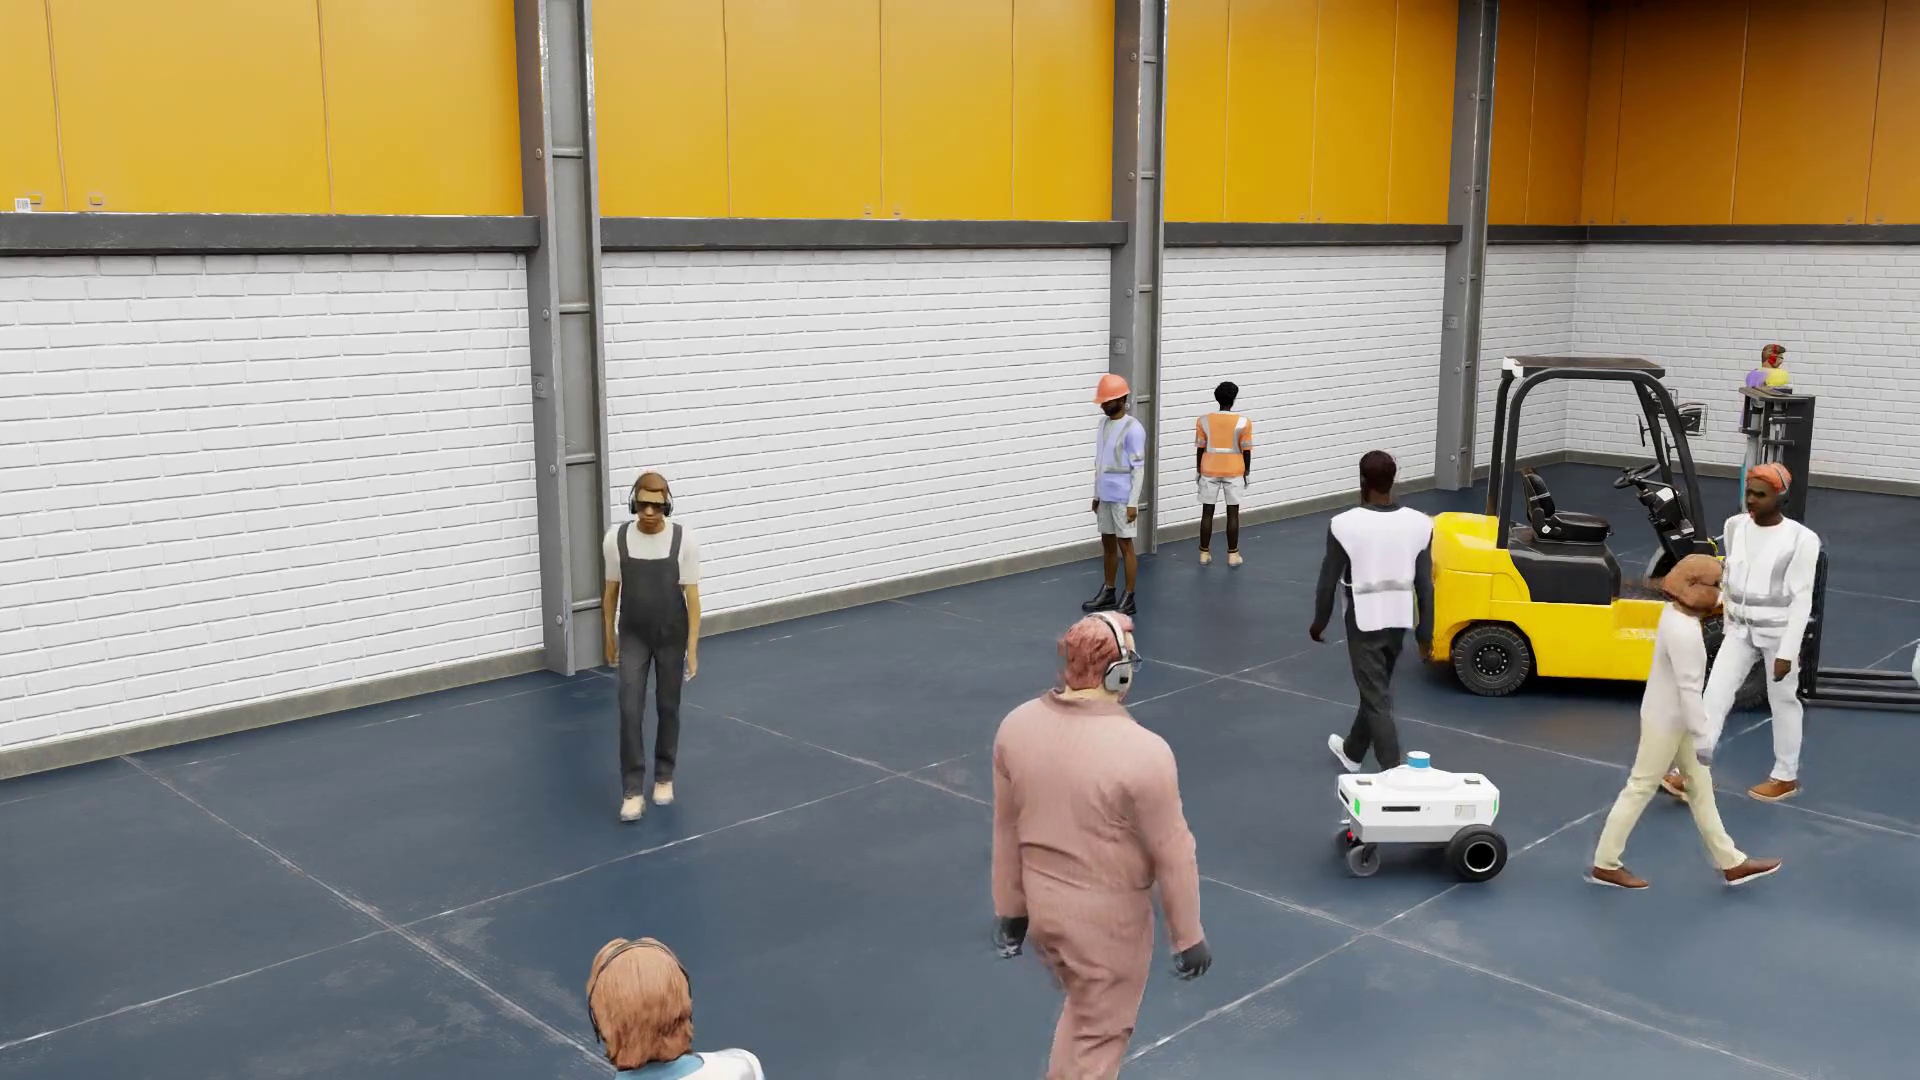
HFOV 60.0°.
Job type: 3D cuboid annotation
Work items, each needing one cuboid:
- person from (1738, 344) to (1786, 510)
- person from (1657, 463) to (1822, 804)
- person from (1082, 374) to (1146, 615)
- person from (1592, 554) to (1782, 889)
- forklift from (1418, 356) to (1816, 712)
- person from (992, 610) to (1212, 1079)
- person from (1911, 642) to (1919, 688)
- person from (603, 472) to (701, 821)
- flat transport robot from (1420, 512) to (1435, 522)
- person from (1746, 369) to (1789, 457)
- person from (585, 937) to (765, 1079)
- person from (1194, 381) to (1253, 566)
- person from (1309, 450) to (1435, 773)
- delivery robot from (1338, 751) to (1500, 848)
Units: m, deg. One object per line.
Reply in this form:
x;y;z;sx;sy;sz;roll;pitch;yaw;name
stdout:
8.710;-1.207;18.082;0.389;1.837;0.563;-1;10;-6;person
4.106;0.517;8.682;0.969;1.833;0.599;-5;12;-25;person
1.217;-0.350;13.162;0.382;1.928;0.543;-6;12;-29;person
3.332;0.848;7.542;0.845;1.583;0.515;4;11;20;person
4.276;-0.101;11.076;2.313;2.155;1.214;2;11;13;forklift
0.442;1.145;5.119;0.515;1.886;0.647;-9;13;-39;person
5.587;0.380;9.240;0.429;1.904;0.580;-5;11;-25;person
-1.589;0.545;8.598;0.514;1.808;0.736;-1;10;-5;person
4.397;-0.070;16.154;0.652;0.197;1.431;9;13;40;flat transport robot
7.947;-0.857;16.495;0.366;1.718;0.696;-3;11;-14;person
-0.602;1.593;3.358;0.515;1.638;0.315;-8;13;-38;person
2.401;-0.601;15.179;0.535;1.691;0.319;3;11;17;person
2.215;0.446;8.999;0.584;1.865;0.963;-4;11;-18;person
2.174;1.251;7.920;0.707;0.478;0.477;0;10;-1;delivery robot
